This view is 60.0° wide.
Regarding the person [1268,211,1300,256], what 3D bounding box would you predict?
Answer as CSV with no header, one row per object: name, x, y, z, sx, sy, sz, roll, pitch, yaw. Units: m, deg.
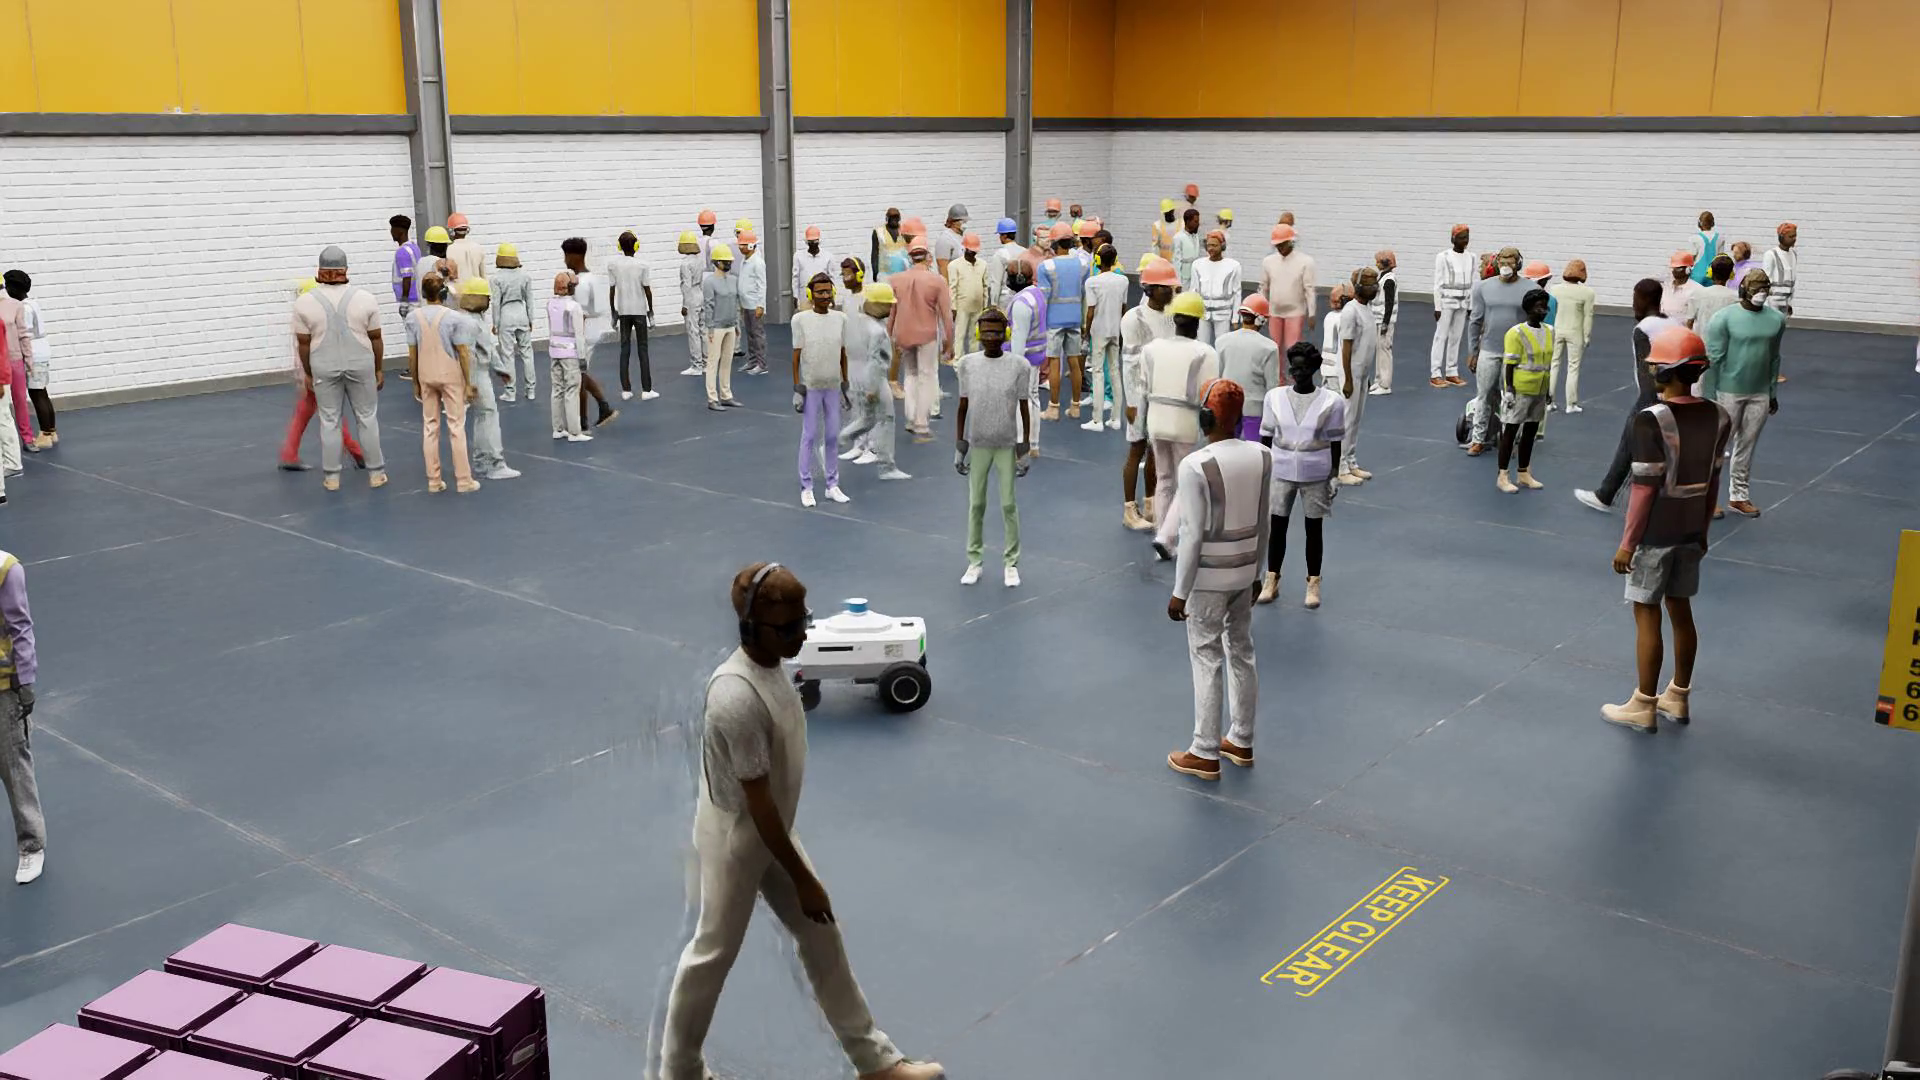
person,5.273,-4.516,27.076,0.510,1.641,0.329,6,15,22

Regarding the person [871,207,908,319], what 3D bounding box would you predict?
person,-0.978,-3.923,24.260,0.634,1.839,0.429,-4,14,-14

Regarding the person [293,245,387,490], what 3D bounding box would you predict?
person,-5.180,-1.445,13.950,0.684,2.000,0.538,-5,15,-18

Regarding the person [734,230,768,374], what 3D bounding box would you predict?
person,-2.574,-2.913,20.397,0.343,1.749,0.573,-8,16,-29

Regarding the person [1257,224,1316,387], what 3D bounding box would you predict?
person,3.563,-2.473,18.224,0.688,1.954,0.492,8,16,28

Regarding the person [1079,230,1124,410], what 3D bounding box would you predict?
person,1.534,-2.359,17.853,0.392,1.917,0.592,-8,16,-28

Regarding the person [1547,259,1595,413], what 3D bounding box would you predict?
person,6.457,-2.160,17.652,0.493,1.626,0.279,13,19,41

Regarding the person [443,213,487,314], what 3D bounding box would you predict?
person,-5.853,-2.846,19.639,0.377,1.995,0.608,12,18,39

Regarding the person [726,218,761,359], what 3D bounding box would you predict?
person,-2.797,-3.250,21.601,0.593,1.825,0.403,7,16,27

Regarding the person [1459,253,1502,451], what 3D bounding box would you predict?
person,4.962,-1.754,15.577,0.390,1.847,0.563,9,17,31

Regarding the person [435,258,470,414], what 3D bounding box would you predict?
person,-5.381,-2.163,17.632,0.307,1.640,0.520,-1,14,-5

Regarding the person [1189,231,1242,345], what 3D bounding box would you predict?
person,2.779,-2.433,18.213,0.579,1.882,0.342,6,15,24

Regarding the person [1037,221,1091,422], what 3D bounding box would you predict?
person,1.043,-2.238,17.109,0.608,2.045,0.369,-7,15,-25

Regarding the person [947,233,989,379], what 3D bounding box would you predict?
person,0.120,-2.814,20.019,0.563,1.742,0.339,-9,17,-33

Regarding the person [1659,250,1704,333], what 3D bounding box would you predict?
person,7.384,-2.112,17.195,0.324,1.752,0.562,-9,17,-32

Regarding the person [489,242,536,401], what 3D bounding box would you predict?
person,-4.967,-2.416,18.435,0.494,1.742,0.308,-11,18,-38

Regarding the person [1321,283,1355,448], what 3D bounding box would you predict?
person,3.373,-1.464,14.838,0.307,1.640,0.521,-2,14,-8

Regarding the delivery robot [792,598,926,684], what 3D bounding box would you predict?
delivery robot,-0.539,0.550,8.798,0.707,0.478,0.477,-1,14,-5

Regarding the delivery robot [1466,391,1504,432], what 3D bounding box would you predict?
delivery robot,5.157,-1.278,16.103,0.477,0.478,0.707,9,16,31

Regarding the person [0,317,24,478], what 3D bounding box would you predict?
person,-8.421,-1.405,14.400,0.574,1.740,0.348,13,19,41

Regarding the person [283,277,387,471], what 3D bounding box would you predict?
person,-5.583,-1.443,14.589,0.907,1.714,0.523,-3,14,-11

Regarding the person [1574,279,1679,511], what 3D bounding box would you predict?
person,5.351,-1.084,12.907,0.616,1.843,0.964,-11,18,-37

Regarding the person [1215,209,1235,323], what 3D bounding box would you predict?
person,4.050,-4.174,25.448,0.473,1.755,0.557,-2,14,-10

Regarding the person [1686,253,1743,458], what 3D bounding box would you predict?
person,6.866,-1.669,15.191,0.532,1.869,0.310,11,18,38

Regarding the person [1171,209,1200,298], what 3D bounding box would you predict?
person,3.025,-3.494,22.410,0.387,1.910,0.593,10,17,34

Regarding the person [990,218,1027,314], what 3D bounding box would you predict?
person,0.579,-2.821,19.654,0.417,1.940,0.607,13,19,42

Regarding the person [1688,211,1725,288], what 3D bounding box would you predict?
person,10.276,-3.614,23.027,0.506,1.840,0.343,0,14,-2

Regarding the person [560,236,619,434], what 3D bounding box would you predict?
person,-3.721,-2.005,16.350,0.445,1.956,0.648,0,14,-1

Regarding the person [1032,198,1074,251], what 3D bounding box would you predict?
person,1.342,-3.963,24.185,0.625,1.966,0.875,3,14,12

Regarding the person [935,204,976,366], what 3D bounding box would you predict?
person,-0.007,-3.250,21.162,0.535,2.000,0.688,7,16,25

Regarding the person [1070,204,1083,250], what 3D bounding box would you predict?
person,2.071,-5.110,29.427,0.312,1.634,0.514,3,14,11

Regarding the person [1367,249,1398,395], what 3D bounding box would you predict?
person,4.794,-2.464,18.835,0.306,1.640,0.523,1,14,4

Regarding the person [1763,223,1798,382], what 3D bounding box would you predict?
person,9.658,-2.796,19.665,0.583,1.882,0.337,-10,17,-34

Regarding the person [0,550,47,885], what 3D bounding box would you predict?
person,-3.947,0.587,6.643,0.515,1.641,0.309,-2,14,-7

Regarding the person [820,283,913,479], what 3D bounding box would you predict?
person,-0.811,-1.344,14.230,0.722,1.715,0.491,-2,14,-10

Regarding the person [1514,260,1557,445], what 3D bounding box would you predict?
person,5.457,-1.783,15.879,0.342,1.751,0.563,12,18,39

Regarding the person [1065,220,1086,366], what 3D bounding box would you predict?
person,1.516,-3.128,21.095,0.404,1.833,0.590,1,14,4

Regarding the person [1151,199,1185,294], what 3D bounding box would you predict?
person,3.289,-4.378,26.010,0.604,1.870,0.979,4,15,15

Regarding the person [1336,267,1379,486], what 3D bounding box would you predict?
person,3.367,-1.393,14.137,0.327,1.843,0.515,8,16,30
